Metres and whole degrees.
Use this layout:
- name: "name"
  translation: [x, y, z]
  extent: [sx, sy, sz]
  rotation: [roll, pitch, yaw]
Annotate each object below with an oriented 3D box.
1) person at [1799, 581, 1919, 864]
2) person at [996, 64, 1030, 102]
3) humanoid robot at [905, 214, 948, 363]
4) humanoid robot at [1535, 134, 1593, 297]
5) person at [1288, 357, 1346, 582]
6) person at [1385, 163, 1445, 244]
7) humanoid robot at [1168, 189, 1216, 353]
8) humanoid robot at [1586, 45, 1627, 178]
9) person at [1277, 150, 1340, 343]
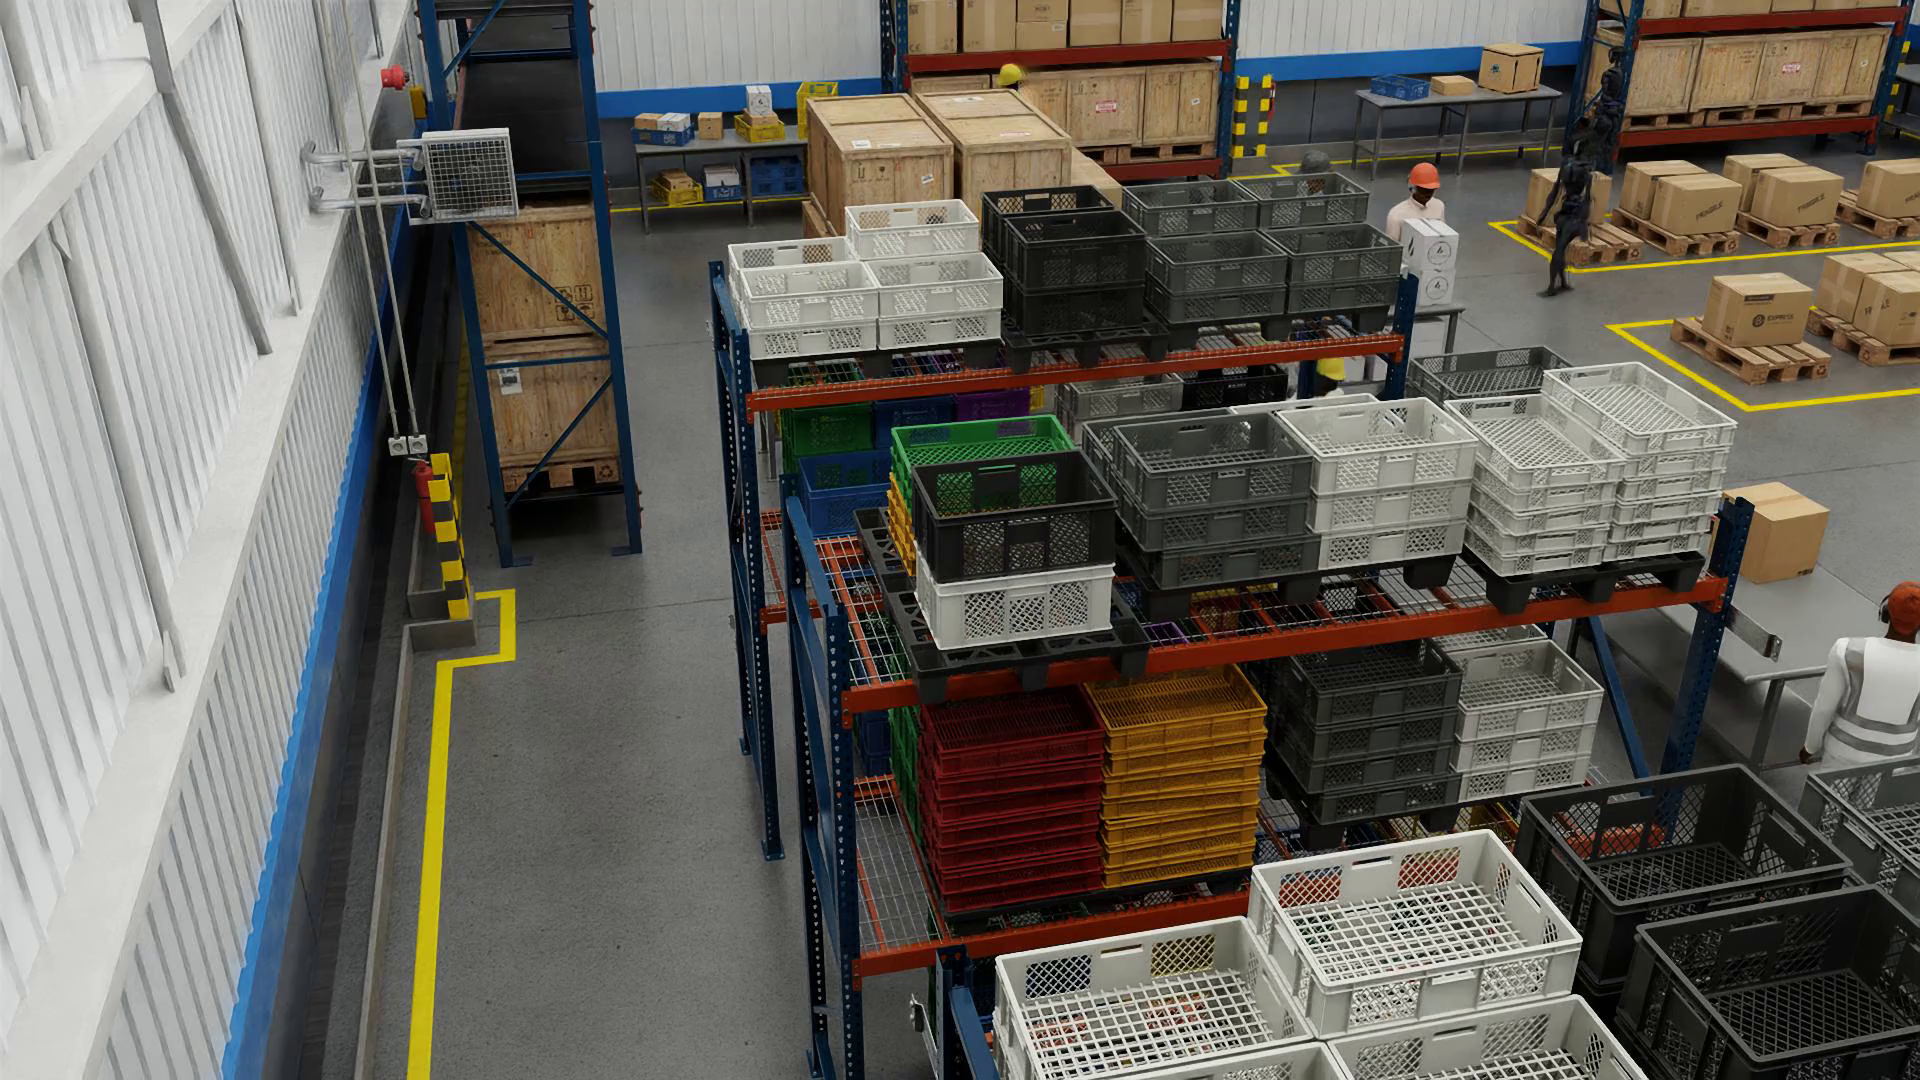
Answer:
- name: "person"
  translation: [4.526, 1.060, 8.302]
  extent: [0.583, 1.882, 0.337]
  rotation: [11, 30, 20]
- name: "person"
  translation: [0.673, -4.436, 18.756]
  extent: [0.937, 1.865, 0.604]
  rotation: [8, 29, 15]
- name: "humanoid robot"
  translation: [-0.211, -1.987, 14.294]
  extent: [0.602, 1.654, 0.324]
  rotation: [-11, 30, -20]
- name: "humanoid robot"
  translation: [6.068, -3.255, 16.720]
  extent: [0.584, 1.636, 0.614]
  rotation: [-5, 28, -9]
- name: "person"
  translation: [2.378, -0.530, 11.454]
  extent: [0.535, 1.745, 0.484]
  rotation: [-18, 33, -30]
- name: "person"
  translation: [3.981, -2.351, 14.673]
  extent: [0.616, 1.990, 0.394]
  rotation: [-13, 30, -23]
- name: "humanoid robot"
  translation: [2.079, -2.338, 14.957]
  extent: [0.616, 1.656, 0.308]
  rotation: [-10, 29, -18]
- name: "humanoid robot"
  translation: [7.957, -5.230, 20.445]
  extent: [0.313, 1.656, 0.614]
  rotation: [24, 36, 38]
- name: "person"
  translation: [3.078, -2.480, 14.854]
  extent: [0.538, 2.000, 0.681]
  rotation: [4, 28, 7]
